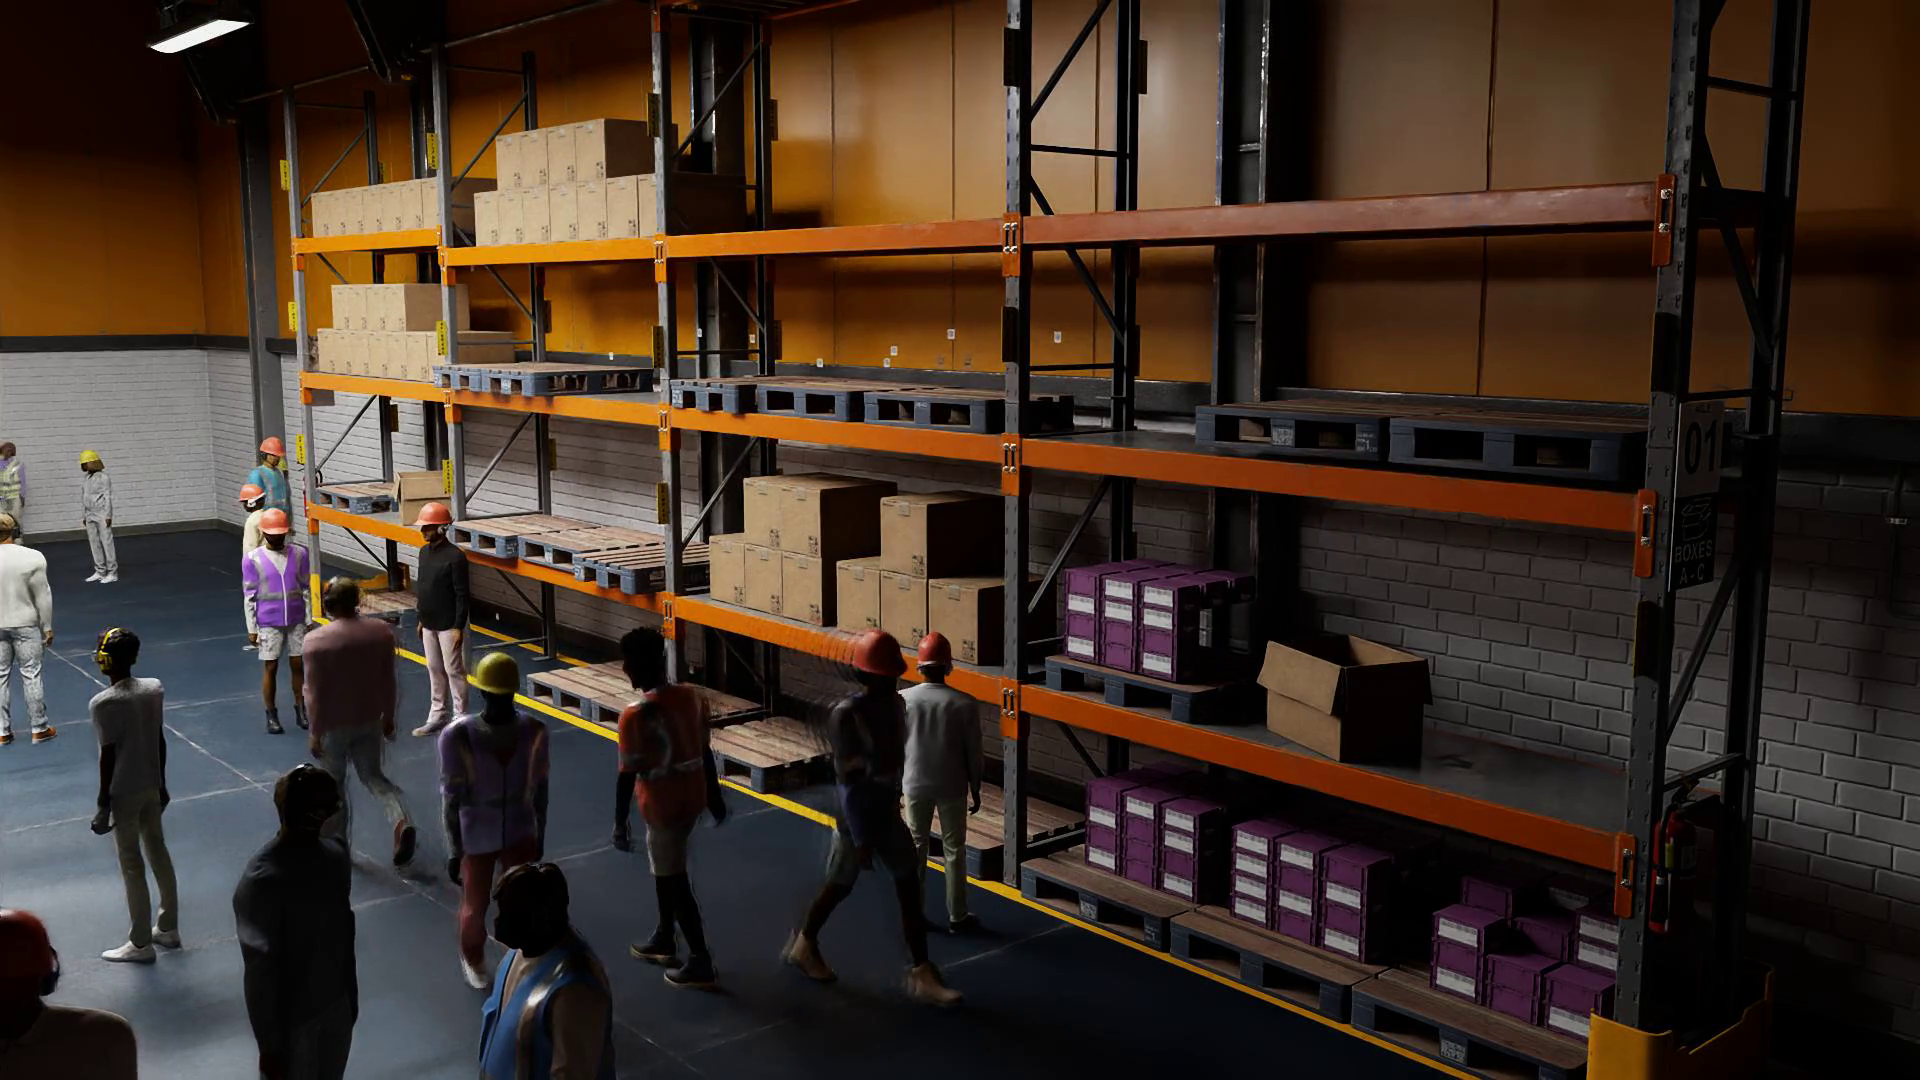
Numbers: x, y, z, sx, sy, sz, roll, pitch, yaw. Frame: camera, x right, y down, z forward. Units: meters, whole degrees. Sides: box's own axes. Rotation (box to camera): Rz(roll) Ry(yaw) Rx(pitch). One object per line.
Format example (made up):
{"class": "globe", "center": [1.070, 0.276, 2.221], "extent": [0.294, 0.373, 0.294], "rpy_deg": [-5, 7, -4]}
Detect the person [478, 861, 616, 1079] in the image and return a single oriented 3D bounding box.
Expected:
{"class": "person", "center": [-1.365, 1.952, 5.515], "extent": [0.431, 1.836, 0.618], "rpy_deg": [-5, 10, -32]}

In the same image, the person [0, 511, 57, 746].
{"class": "person", "center": [-7.779, 0.726, 13.651], "extent": [0.630, 1.940, 0.372], "rpy_deg": [-2, 8, -14]}

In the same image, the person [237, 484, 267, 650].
{"class": "person", "center": [-7.368, 0.279, 17.456], "extent": [0.355, 1.739, 0.573], "rpy_deg": [0, 8, -2]}

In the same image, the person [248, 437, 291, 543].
{"class": "person", "center": [-8.182, -0.211, 19.840], "extent": [0.392, 2.033, 0.605], "rpy_deg": [1, 8, 6]}

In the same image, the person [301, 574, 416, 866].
{"class": "person", "center": [-3.847, 1.176, 10.645], "extent": [0.784, 1.919, 0.635], "rpy_deg": [7, 11, 39]}

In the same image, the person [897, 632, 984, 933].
{"class": "person", "center": [-0.136, 1.398, 9.609], "extent": [0.564, 1.755, 0.320], "rpy_deg": [1, 8, 10]}

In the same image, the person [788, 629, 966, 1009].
{"class": "person", "center": [-0.497, 1.428, 8.665], "extent": [1.069, 1.996, 0.619], "rpy_deg": [6, 10, 35]}

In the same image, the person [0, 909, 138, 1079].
{"class": "person", "center": [-2.623, 1.990, 4.715], "extent": [0.620, 1.986, 0.408], "rpy_deg": [-4, 9, -24]}

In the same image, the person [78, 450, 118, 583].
{"class": "person", "center": [-11.208, -0.308, 21.563], "extent": [0.489, 1.731, 0.321], "rpy_deg": [3, 9, 22]}

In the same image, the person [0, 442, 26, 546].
{"class": "person", "center": [-13.770, -0.605, 24.047], "extent": [0.581, 1.613, 0.317], "rpy_deg": [0, 8, 1]}

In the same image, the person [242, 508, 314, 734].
{"class": "person", "center": [-5.734, 0.680, 14.039], "extent": [0.548, 1.924, 0.387], "rpy_deg": [-7, 11, -40]}

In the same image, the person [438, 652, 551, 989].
{"class": "person", "center": [-2.386, 1.486, 8.551], "extent": [0.589, 1.891, 0.968], "rpy_deg": [-5, 9, -30]}

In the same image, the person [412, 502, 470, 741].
{"class": "person", "center": [-4.306, 0.679, 13.787], "extent": [0.608, 1.995, 0.377], "rpy_deg": [6, 10, 37]}

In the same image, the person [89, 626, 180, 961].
{"class": "person", "center": [-4.595, 1.405, 9.202], "extent": [0.332, 1.863, 0.514], "rpy_deg": [2, 8, 15]}

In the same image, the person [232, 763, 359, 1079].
{"class": "person", "center": [-2.485, 1.789, 6.307], "extent": [0.371, 1.932, 0.627], "rpy_deg": [1, 8, 9]}

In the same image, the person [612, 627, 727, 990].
{"class": "person", "center": [-1.594, 1.417, 8.928], "extent": [0.791, 1.912, 0.675], "rpy_deg": [4, 9, 27]}
